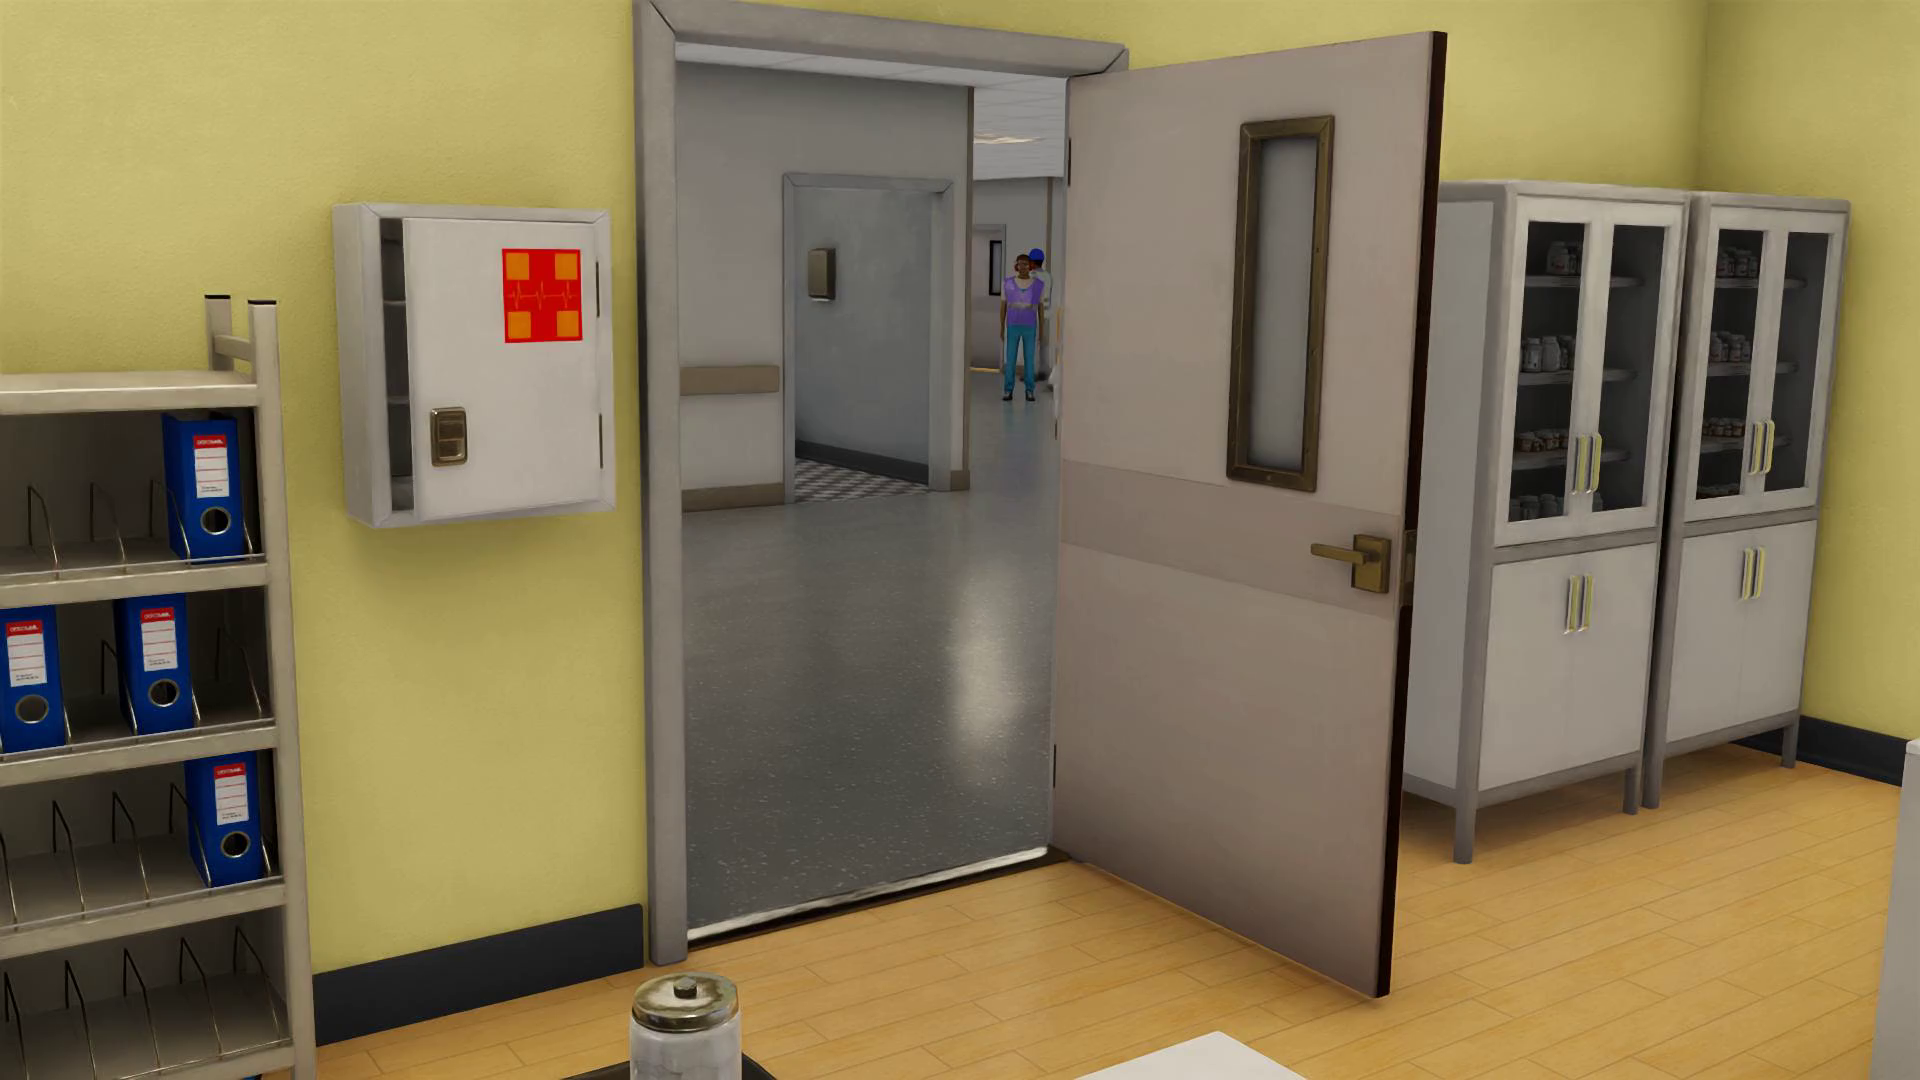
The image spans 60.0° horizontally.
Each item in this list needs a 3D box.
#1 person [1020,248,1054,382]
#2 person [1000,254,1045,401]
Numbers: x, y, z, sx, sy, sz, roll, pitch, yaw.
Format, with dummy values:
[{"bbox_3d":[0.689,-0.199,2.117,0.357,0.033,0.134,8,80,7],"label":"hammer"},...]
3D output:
[{"bbox_3d":[1.126,-3.303,24.474,0.388,1.947,0.612,8,12,35],"label":"person"},{"bbox_3d":[0.786,-2.678,21.010,0.563,1.848,0.389,1,10,1],"label":"person"}]
